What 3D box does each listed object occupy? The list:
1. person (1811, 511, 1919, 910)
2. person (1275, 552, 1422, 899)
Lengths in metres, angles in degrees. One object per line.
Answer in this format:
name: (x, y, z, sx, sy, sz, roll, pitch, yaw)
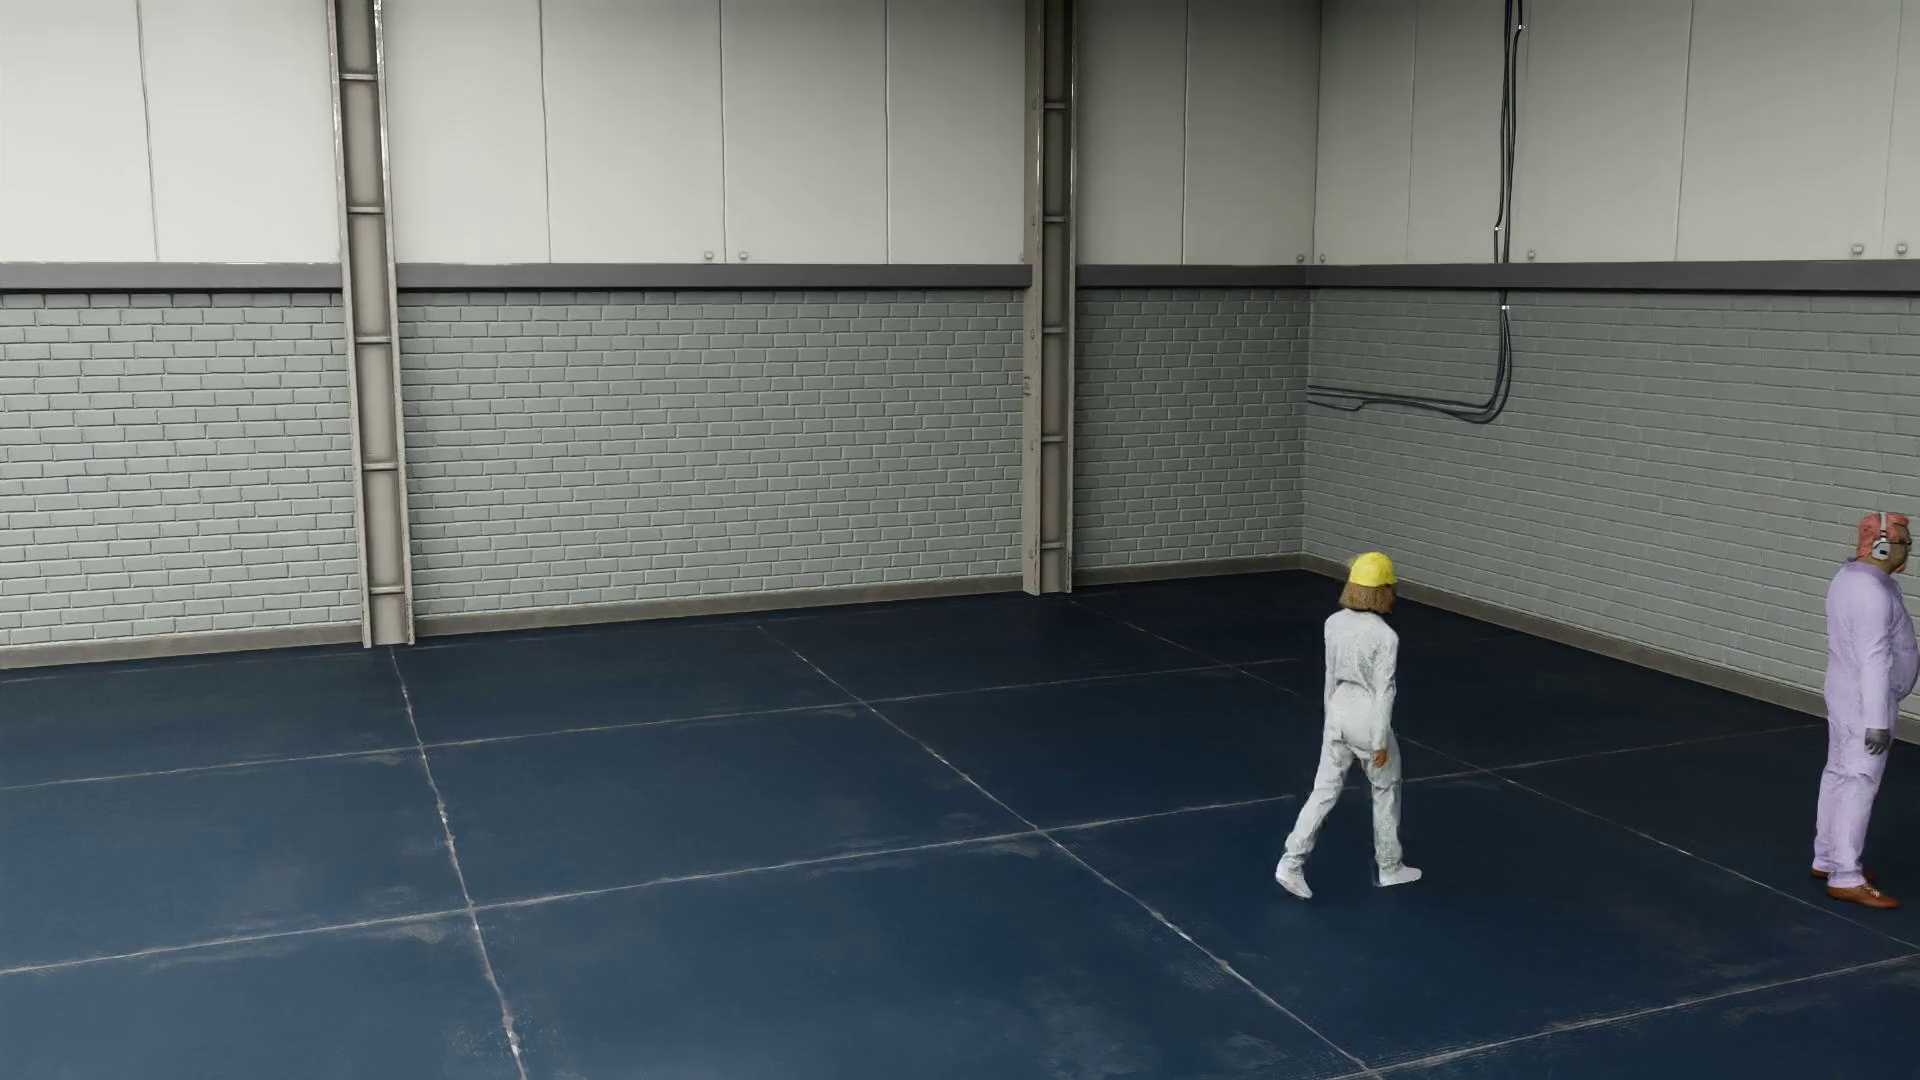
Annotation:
person: (4.414, 0.806, 8.076, 0.404, 1.906, 0.648, 3, 9, 16)
person: (1.903, 0.900, 8.104, 0.851, 1.708, 0.499, -6, 11, -32)
